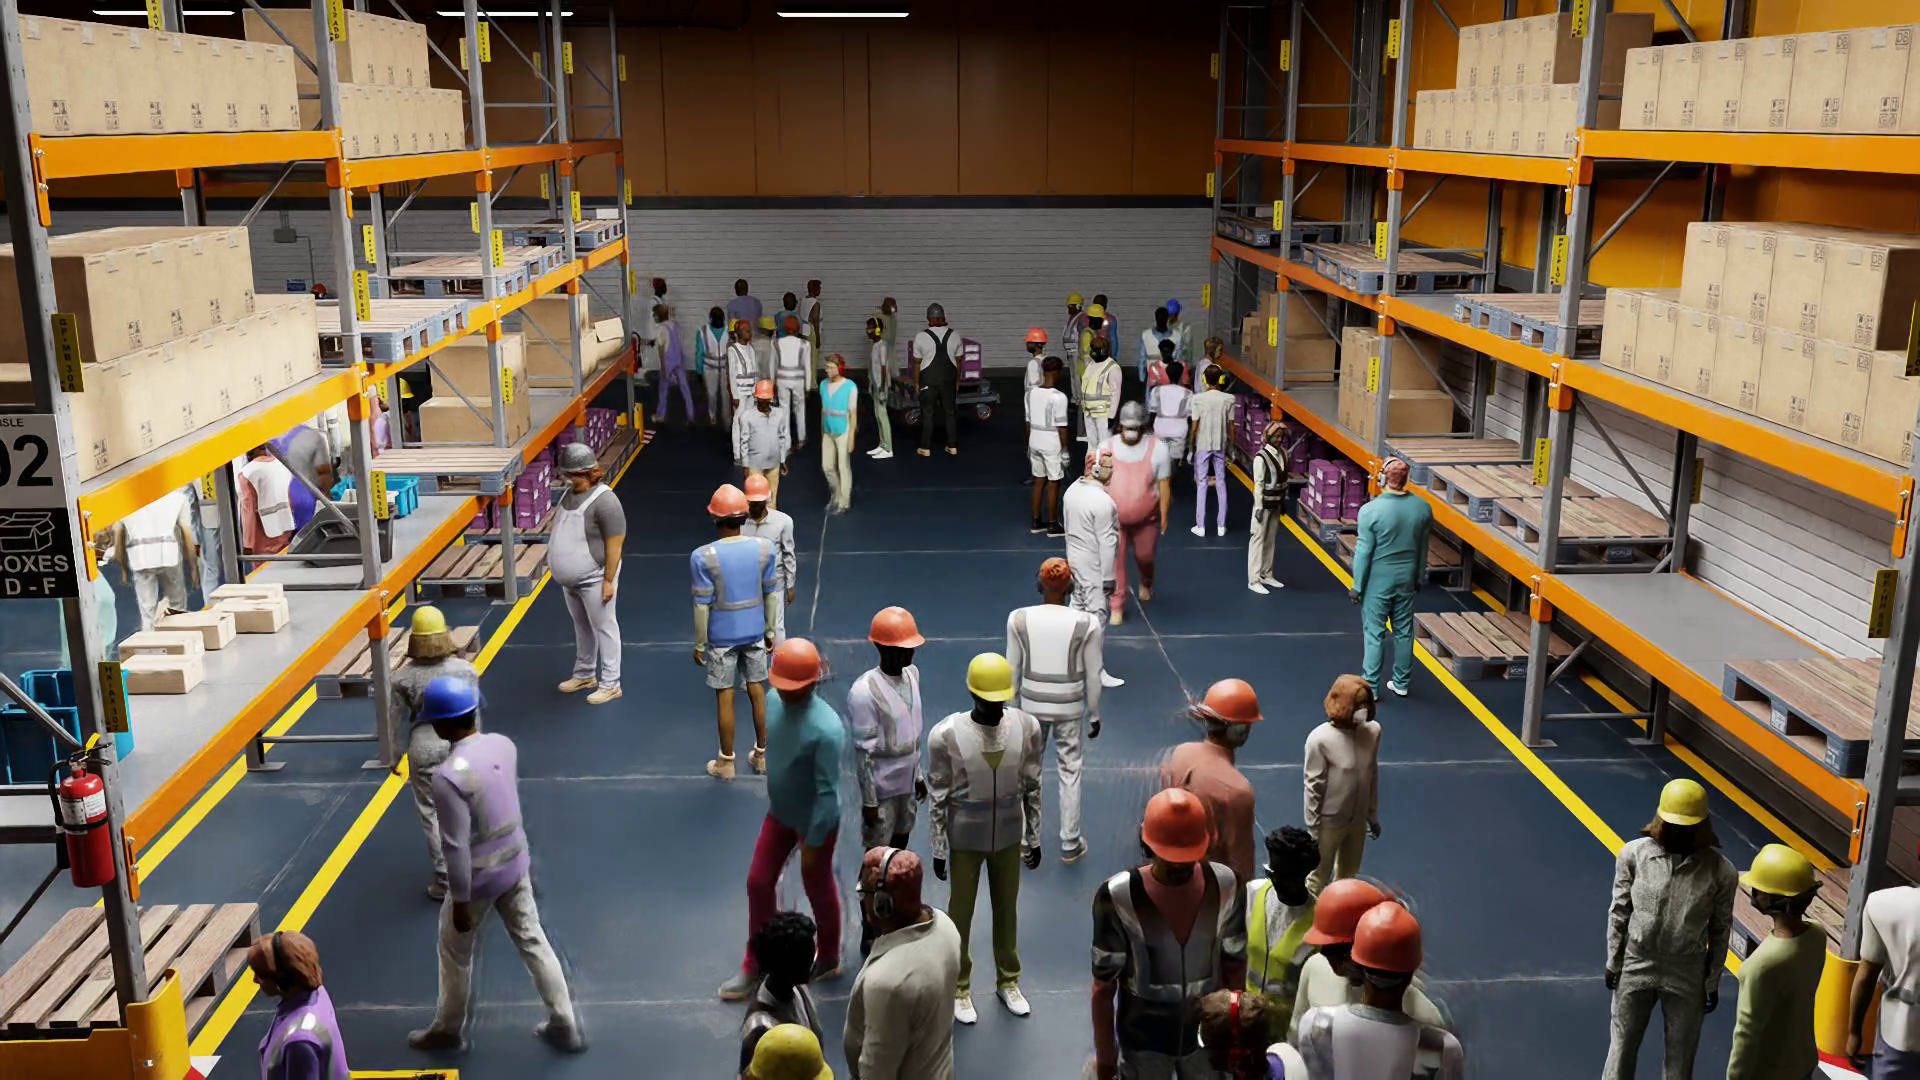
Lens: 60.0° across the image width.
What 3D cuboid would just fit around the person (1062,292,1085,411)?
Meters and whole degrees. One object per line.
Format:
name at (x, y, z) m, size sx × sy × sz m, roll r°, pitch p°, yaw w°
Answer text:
person at (1.773, -2.886, 25.492) m, size 0.404 × 1.826 × 0.596 m, roll -3°, pitch 15°, yaw -12°

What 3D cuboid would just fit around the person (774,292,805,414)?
person at (-2.590, -2.835, 25.269) m, size 0.502 × 1.837 × 0.351 m, roll 8°, pitch 17°, yaw 30°

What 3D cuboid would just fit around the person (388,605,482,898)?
person at (-3.004, 1.217, 9.560) m, size 0.506 × 1.735 × 0.473 m, roll -6°, pitch 16°, yaw -23°

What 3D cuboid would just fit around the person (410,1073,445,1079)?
person at (-1.607, 2.381, 5.140) m, size 0.538 × 1.656 × 0.847 m, roll 0°, pitch 14°, yaw 1°

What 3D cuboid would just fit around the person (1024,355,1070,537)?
person at (0.948, -1.003, 17.843) m, size 0.394 × 1.953 × 0.609 m, roll -11°, pitch 18°, yaw -36°

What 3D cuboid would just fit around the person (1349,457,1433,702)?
person at (3.279, 0.304, 12.793) m, size 0.639 × 1.908 × 0.409 m, roll -5°, pitch 15°, yaw -19°

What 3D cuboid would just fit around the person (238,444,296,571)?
person at (-5.878, -0.047, 14.175) m, size 0.399 × 1.906 × 0.603 m, roll 3°, pitch 15°, yaw 13°

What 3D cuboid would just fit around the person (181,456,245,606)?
person at (-6.409, -0.095, 14.364) m, size 0.398 × 1.909 × 0.600 m, roll 8°, pitch 17°, yaw 30°

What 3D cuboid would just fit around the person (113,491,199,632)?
person at (-6.418, 0.236, 13.301) m, size 0.587 × 1.806 × 0.657 m, roll -6°, pitch 15°, yaw -22°

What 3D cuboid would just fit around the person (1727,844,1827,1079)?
person at (3.098, 2.006, 6.407) m, size 0.525 × 1.760 × 0.341 m, roll -12°, pitch 18°, yaw -38°

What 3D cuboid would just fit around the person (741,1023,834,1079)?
person at (-0.538, 2.315, 5.246) m, size 0.320 × 1.738 × 0.484 m, roll 7°, pitch 16°, yaw 26°

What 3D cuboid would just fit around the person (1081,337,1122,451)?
person at (1.678, -1.543, 20.173) m, size 0.429 × 1.845 × 0.621 m, roll -9°, pitch 17°, yaw -31°

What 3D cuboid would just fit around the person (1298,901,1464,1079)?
person at (1.386, 2.130, 5.586) m, size 0.543 × 1.929 × 0.385 m, roll 7°, pitch 16°, yaw 26°

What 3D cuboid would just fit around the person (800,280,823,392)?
person at (-2.431, -3.337, 27.235) m, size 0.390 × 1.836 × 0.560 m, roll -7°, pitch 16°, yaw -25°

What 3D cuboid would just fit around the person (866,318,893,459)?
person at (-1.076, -2.008, 21.977) m, size 0.328 × 1.861 × 0.506 m, roll -4°, pitch 15°, yaw -15°

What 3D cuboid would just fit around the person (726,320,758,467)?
person at (-2.783, -1.900, 21.491) m, size 0.356 × 1.884 × 0.574 m, roll 6°, pitch 15°, yaw 21°

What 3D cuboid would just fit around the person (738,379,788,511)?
person at (-2.058, -0.832, 17.564) m, size 0.564 × 1.748 × 0.339 m, roll -11°, pitch 18°, yaw -36°

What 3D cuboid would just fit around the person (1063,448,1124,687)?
person at (1.068, 0.212, 13.165) m, size 0.400 × 1.905 × 0.643 m, roll -6°, pitch 15°, yaw -22°

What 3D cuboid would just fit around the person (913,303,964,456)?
person at (-0.315, -2.153, 22.172) m, size 0.684 × 2.000 × 0.536 m, roll -4°, pitch 15°, yaw -17°

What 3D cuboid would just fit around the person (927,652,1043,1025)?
person at (0.136, 1.463, 8.222) m, size 0.587 × 1.920 × 0.397 m, roll -4°, pitch 15°, yaw -17°

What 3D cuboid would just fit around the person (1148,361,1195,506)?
person at (2.449, -1.231, 19.261) m, size 0.568 × 1.671 × 0.385 m, roll 5°, pitch 15°, yaw 18°

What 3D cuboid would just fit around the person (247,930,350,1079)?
person at (-2.347, 2.167, 6.032) m, size 0.312 × 1.632 × 0.525 m, roll -5°, pitch 15°, yaw -20°

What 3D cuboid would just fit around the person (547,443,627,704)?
person at (-2.892, 0.242, 12.769) m, size 0.536 × 2.000 × 0.672 m, roll -13°, pitch 19°, yaw -42°

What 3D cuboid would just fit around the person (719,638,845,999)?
person at (-0.875, 1.418, 8.323) m, size 0.830 × 1.950 × 0.642 m, roll -13°, pitch 19°, yaw -40°

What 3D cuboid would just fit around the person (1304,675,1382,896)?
person at (1.997, 1.485, 8.713) m, size 0.507 × 1.630 × 0.271 m, roll -8°, pitch 17°, yaw -30°

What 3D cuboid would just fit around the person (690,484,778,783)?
person at (-1.527, 0.628, 11.242) m, size 0.607 × 2.048 × 0.368 m, roll -8°, pitch 17°, yaw -30°

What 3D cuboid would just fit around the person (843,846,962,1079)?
person at (-0.225, 2.020, 6.091) m, size 0.400 × 1.894 × 0.652 m, roll 4°, pitch 15°, yaw 17°

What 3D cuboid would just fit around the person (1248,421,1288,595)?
person at (2.931, -0.317, 15.771) m, size 0.314 × 1.636 × 0.515 m, roll 12°, pitch 18°, yaw 39°

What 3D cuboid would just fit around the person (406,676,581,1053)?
person at (-2.231, 1.560, 7.903) m, size 0.872 × 1.903 × 0.629 m, roll 4°, pitch 15°, yaw 16°

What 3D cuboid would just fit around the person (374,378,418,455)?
person at (-5.536, -0.659, 16.533) m, size 0.384 × 1.924 × 0.593 m, roll 3°, pitch 15°, yaw 12°

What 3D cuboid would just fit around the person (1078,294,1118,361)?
person at (2.077, -2.777, 25.050) m, size 0.630 × 1.835 × 0.432 m, roll 7°, pitch 16°, yaw 27°
